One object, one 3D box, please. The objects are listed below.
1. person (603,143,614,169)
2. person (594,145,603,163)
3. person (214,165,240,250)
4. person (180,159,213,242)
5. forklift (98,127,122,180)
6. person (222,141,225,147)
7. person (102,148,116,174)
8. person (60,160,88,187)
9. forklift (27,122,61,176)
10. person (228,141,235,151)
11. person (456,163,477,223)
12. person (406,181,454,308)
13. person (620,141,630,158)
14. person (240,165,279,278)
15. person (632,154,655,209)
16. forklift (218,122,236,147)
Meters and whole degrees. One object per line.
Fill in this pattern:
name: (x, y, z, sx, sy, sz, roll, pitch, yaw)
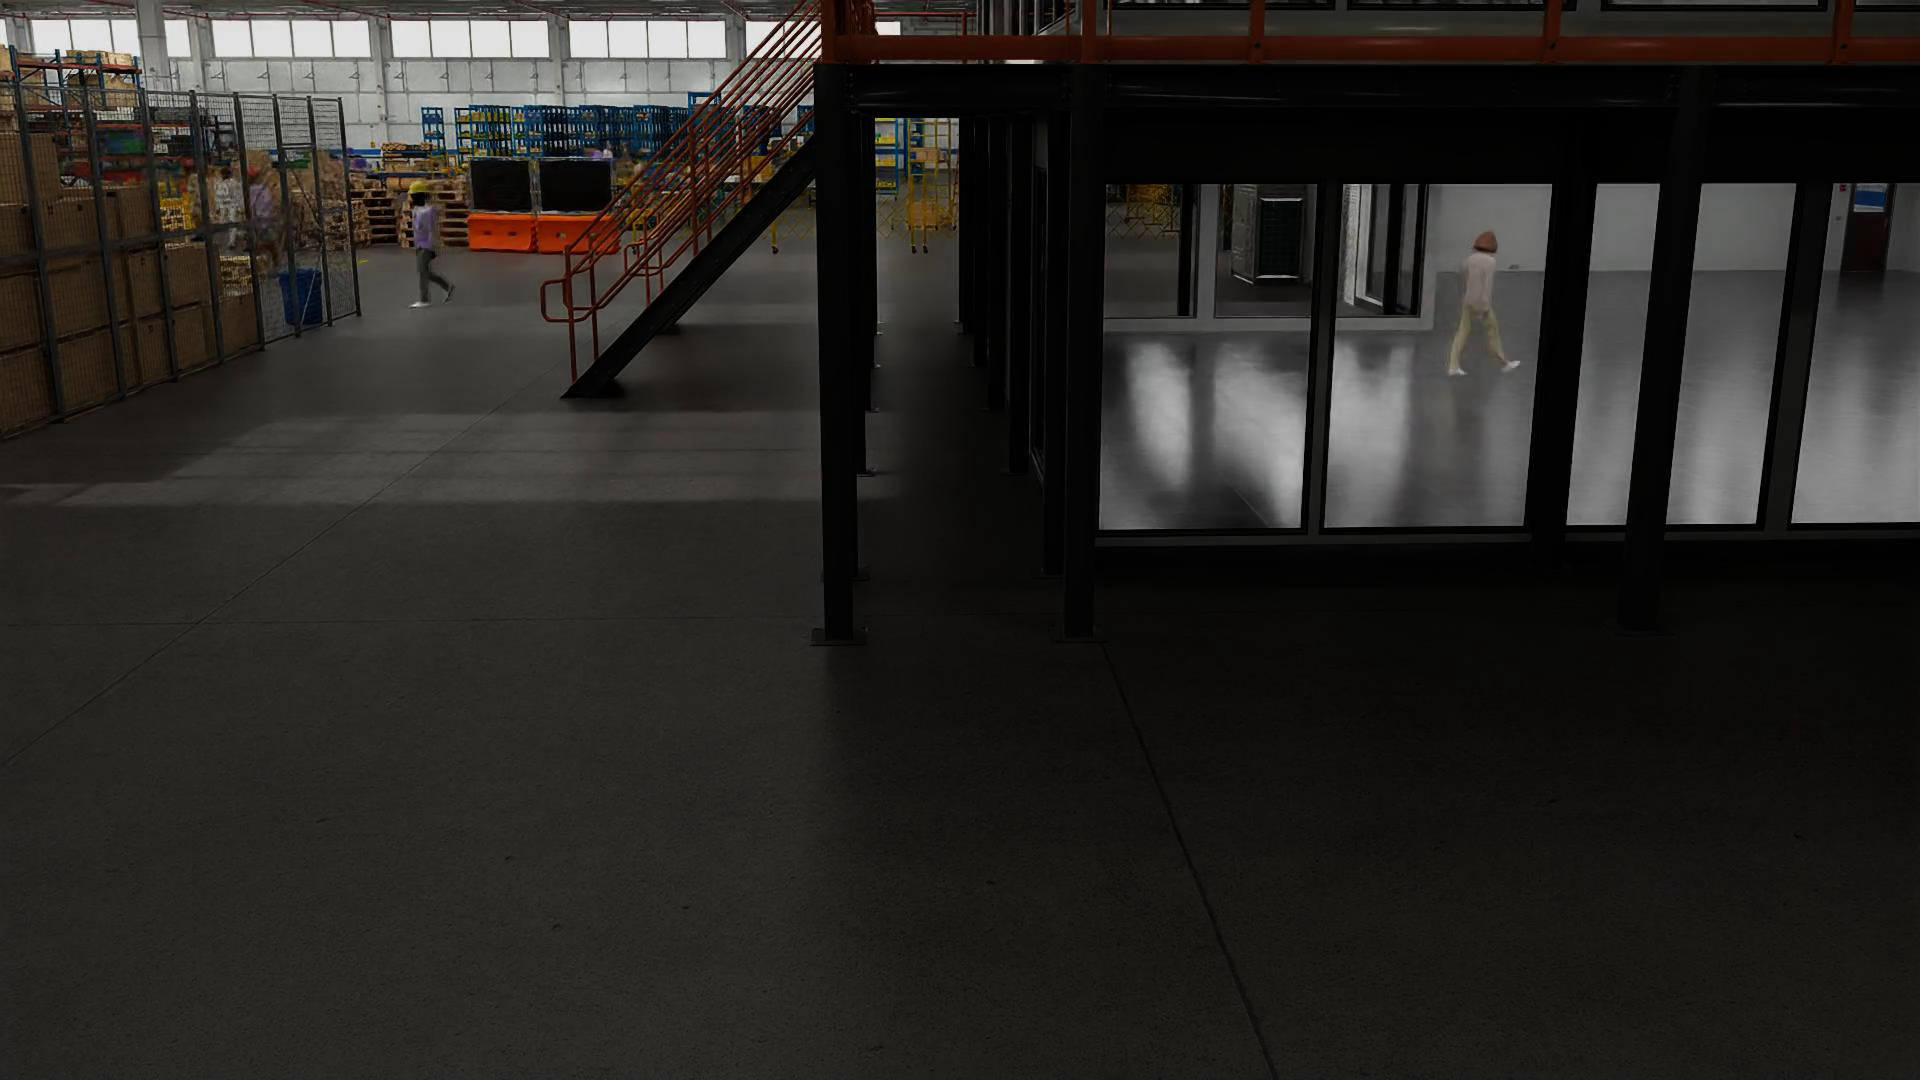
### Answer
person: (-15.563, -16.642, 73.843, 0.401, 1.904, 0.645, 4, 15, 16)
person: (-16.604, -17.237, 76.437, 0.566, 1.805, 0.833, 9, 17, 33)
person: (-16.177, -7.359, 36.803, 0.581, 1.869, 0.623, 2, 14, 9)
person: (-18.109, -8.019, 39.318, 0.480, 1.922, 0.585, -10, 17, -35)
forklift: (-37.173, -16.966, 73.144, 1.873, 2.768, 1.129, 11, 18, 37)
person: (-40.366, -20.935, 91.021, 0.992, 1.883, 0.578, -2, 14, -9)
person: (-34.369, -14.934, 67.160, 0.617, 1.821, 0.426, -2, 14, -6)
person: (-17.644, -6.521, 33.101, 0.686, 2.000, 0.535, -5, 15, -20)
forklift: (-35.376, -14.773, 64.377, 1.129, 2.768, 1.873, -1, 14, -2)
person: (-34.672, -18.030, 79.287, 0.389, 1.946, 0.614, -5, 15, -21)
person: (-12.924, -8.988, 43.572, 0.533, 1.745, 0.611, -7, 16, -27)
person: (-8.096, -4.499, 25.302, 0.679, 1.906, 0.589, -12, 19, -40)
person: (-15.328, -17.393, 76.734, 0.827, 1.958, 0.621, -1, 14, -4)
person: (-12.687, -5.731, 30.014, 0.738, 2.002, 0.681, 4, 15, 14)
person: (-9.943, -11.048, 51.610, 0.876, 1.844, 0.524, -4, 15, -15)
forklift: (-39.385, -21.053, 89.477, 1.129, 2.768, 1.873, -4, 14, -14)
